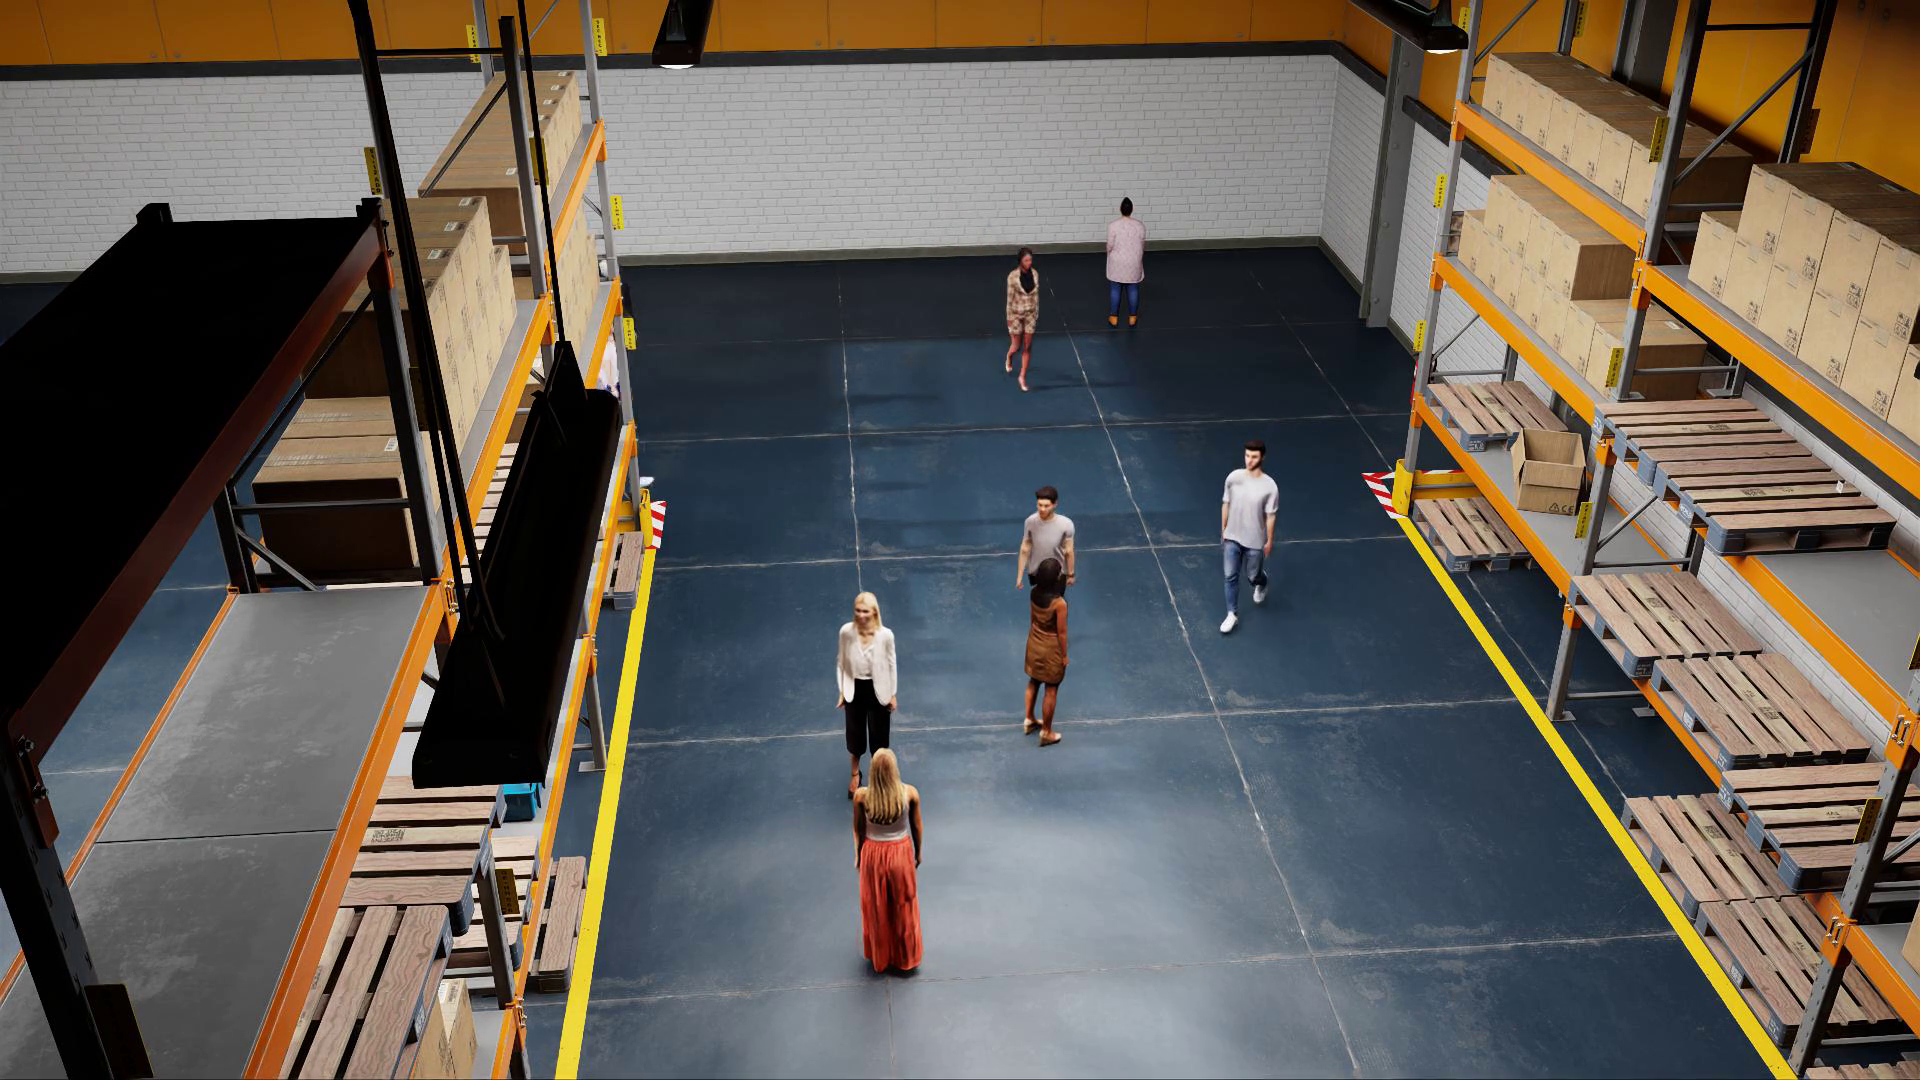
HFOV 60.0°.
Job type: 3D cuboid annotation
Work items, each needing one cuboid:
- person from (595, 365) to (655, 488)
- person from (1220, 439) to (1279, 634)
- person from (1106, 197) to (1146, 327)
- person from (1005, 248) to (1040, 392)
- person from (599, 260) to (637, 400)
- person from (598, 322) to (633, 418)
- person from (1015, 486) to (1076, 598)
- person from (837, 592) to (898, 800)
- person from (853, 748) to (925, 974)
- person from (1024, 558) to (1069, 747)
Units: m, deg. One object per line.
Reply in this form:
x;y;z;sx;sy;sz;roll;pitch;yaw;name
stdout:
-3.972;-1.210;17.567;0.817;1.682;1.119;-7;29;-13;person
2.660;-0.072;15.281;0.988;1.873;1.113;15;32;25;person
2.186;-3.702;22.073;0.717;1.742;0.653;1;29;1;person
0.720;-2.706;20.205;0.721;1.782;0.850;-11;31;-20;person
-4.080;-2.418;19.483;1.011;1.749;1.167;-13;31;-22;person
-3.976;-1.732;18.540;0.724;1.666;0.551;1;29;2;person
0.815;0.261;14.874;0.961;1.677;1.162;12;31;21;person
-0.719;1.218;12.933;0.662;1.858;0.599;4;29;7;person
-0.490;2.174;11.238;0.645;1.802;0.613;0;29;1;person
0.714;0.906;13.686;0.700;1.683;0.608;-21;35;-33;person
